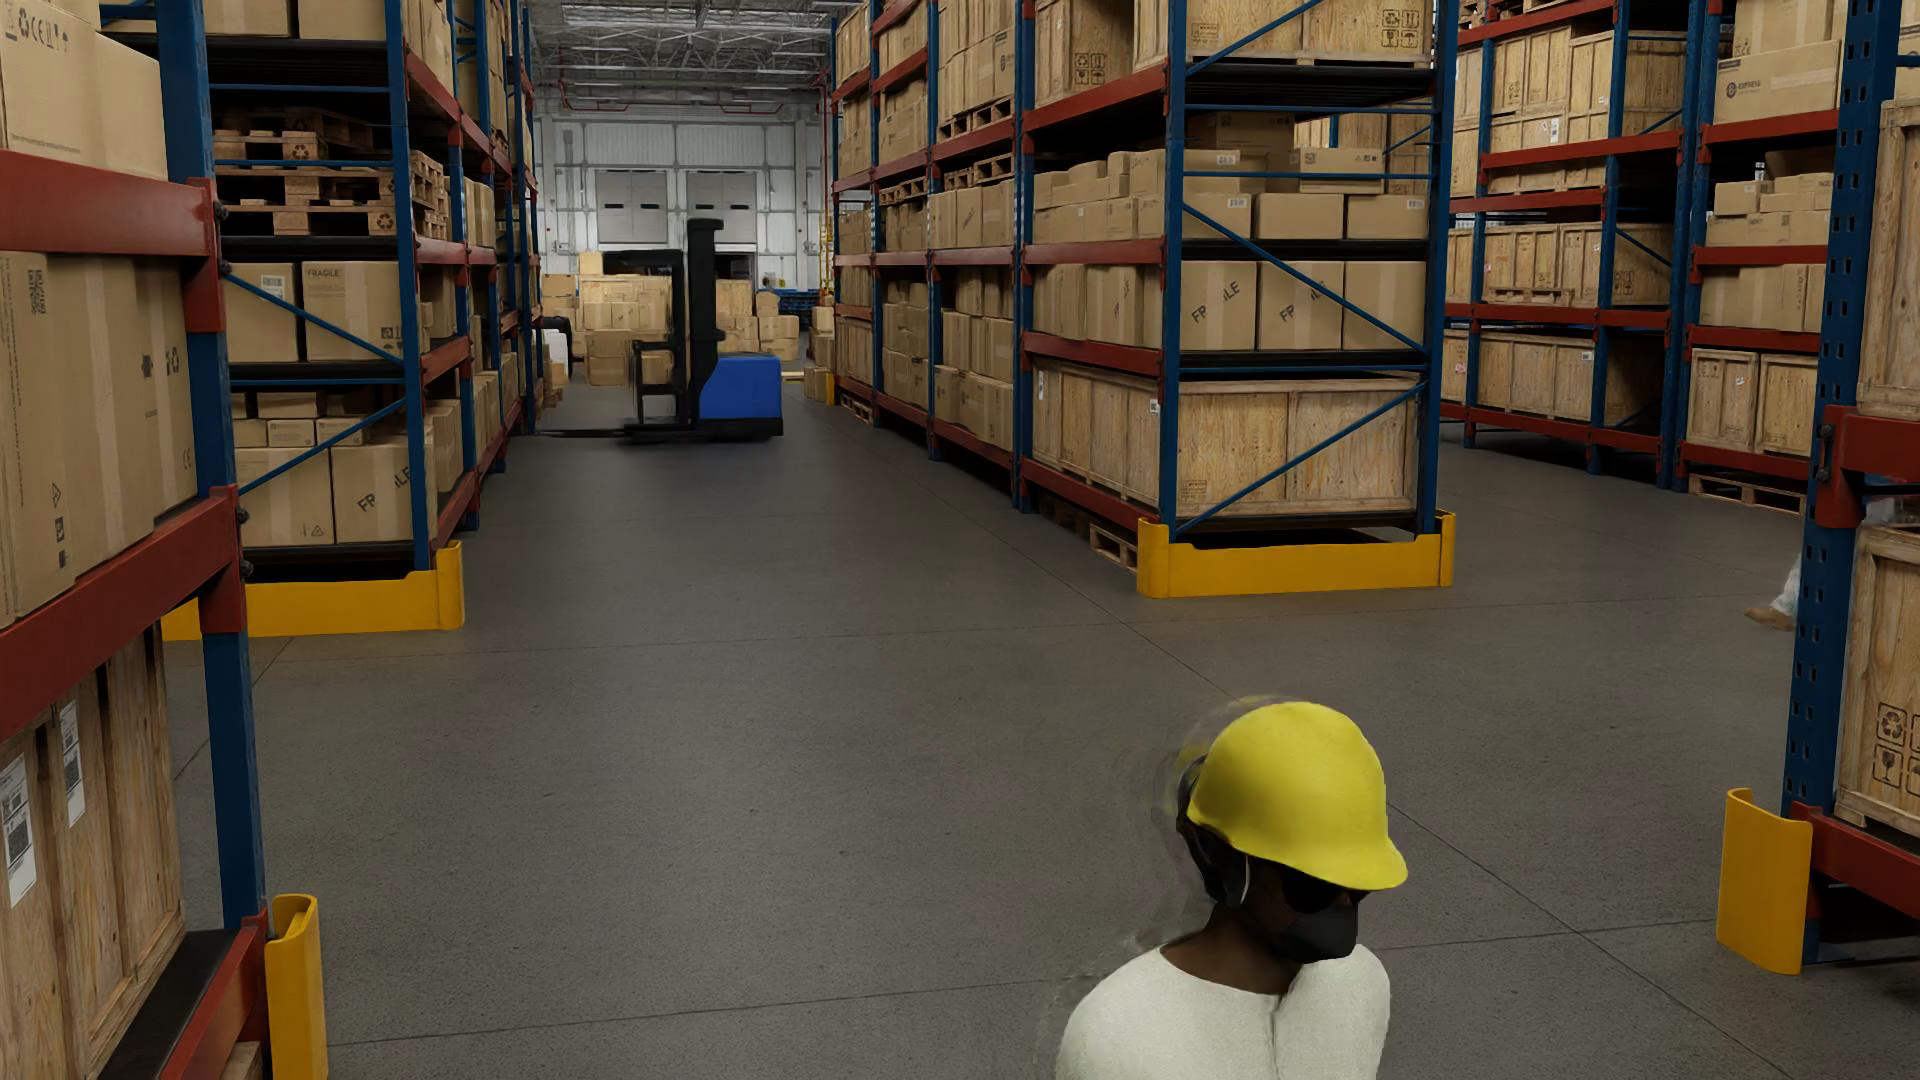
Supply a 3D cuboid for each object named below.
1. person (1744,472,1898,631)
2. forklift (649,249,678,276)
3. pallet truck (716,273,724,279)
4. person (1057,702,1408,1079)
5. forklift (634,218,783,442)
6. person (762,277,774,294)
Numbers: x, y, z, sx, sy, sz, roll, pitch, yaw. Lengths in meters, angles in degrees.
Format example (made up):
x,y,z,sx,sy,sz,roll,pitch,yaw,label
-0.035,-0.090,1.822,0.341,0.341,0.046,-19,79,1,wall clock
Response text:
x,y,z,sx,sy,sz,roll,pitch,yaw,label
5.344,-0.296,9.967,1.012,1.783,0.641,0,9,0,person
-9.883,-8.343,55.675,1.129,2.768,1.873,-7,12,-38,forklift
-8.580,-8.986,62.280,1.885,1.965,0.823,1,9,5,pallet truck
0.286,1.016,2.102,0.516,1.734,0.767,-5,11,-28,person
-3.266,-2.699,21.277,1.873,2.768,1.129,-2,10,-12,forklift
-6.262,-7.468,53.322,0.978,1.889,0.651,1,9,7,person
